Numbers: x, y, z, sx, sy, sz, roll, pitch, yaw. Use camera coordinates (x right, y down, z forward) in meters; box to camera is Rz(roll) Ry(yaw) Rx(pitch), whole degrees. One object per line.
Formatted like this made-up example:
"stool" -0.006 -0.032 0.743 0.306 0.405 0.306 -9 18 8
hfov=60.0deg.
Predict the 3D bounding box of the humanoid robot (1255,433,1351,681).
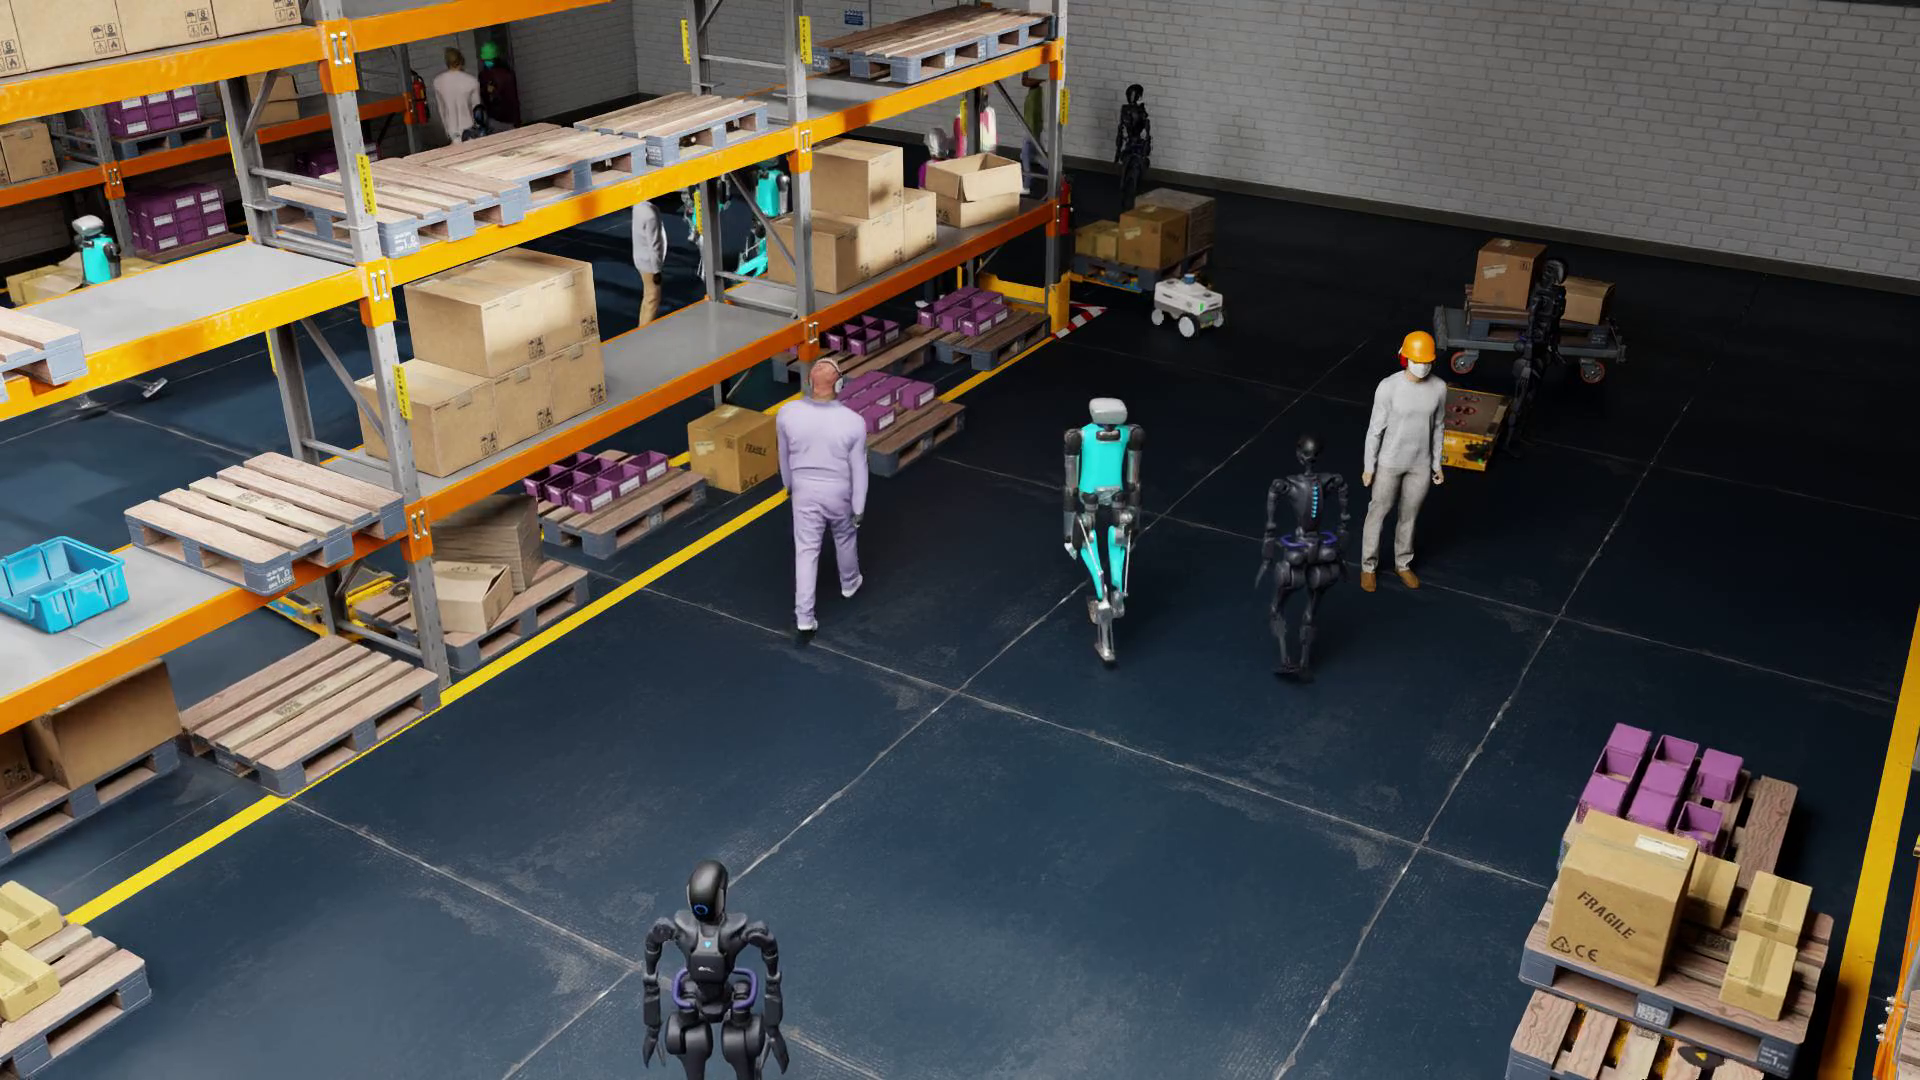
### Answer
"humanoid robot" 2.164 0.117 10.412 0.610 1.635 0.365 -4 27 -9

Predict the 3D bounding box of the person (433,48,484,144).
"person" -6.033 -5.010 20.260 0.632 1.914 0.471 7 28 14

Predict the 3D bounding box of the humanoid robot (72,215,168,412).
"humanoid robot" -7.472 -1.880 14.290 0.551 1.740 1.046 17 32 30

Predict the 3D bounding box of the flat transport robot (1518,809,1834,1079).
"flat transport robot" 3.459 2.092 8.075 0.659 0.231 1.431 16 31 28

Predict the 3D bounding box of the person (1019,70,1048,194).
"person" 0.954 -5.108 20.765 0.567 1.614 0.517 8 28 15

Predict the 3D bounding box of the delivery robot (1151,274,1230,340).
"delivery robot" 2.267 -2.340 16.474 0.499 0.577 0.758 -19 33 -33

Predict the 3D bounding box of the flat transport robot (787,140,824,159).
"flat transport robot" -1.581 -5.145 22.336 1.431 0.231 0.659 20 33 33

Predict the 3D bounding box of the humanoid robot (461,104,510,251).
"humanoid robot" -5.270 -4.054 18.630 0.583 1.643 0.551 -2 27 -4

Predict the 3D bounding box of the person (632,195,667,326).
"person" -2.910 -2.663 15.834 0.400 1.732 0.567 -11 29 -21

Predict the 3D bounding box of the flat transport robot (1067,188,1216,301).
"flat transport robot" 1.908 -2.804 17.723 1.431 0.231 0.659 20 33 34

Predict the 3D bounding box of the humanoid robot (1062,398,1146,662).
"humanoid robot" 0.948 -0.012 10.583 0.547 1.733 0.969 -7 28 -13

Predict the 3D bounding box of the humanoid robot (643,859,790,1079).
"humanoid robot" -1.007 1.930 6.839 0.610 1.637 0.510 -1 27 -1

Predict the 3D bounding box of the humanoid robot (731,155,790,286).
"humanoid robot" -2.015 -2.877 16.292 1.079 1.741 0.566 -21 34 -35

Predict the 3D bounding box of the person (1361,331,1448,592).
"person" 3.059 -0.541 11.469 0.577 1.895 0.356 -4 27 -7

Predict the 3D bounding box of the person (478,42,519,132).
"person" -5.746 -5.328 20.898 0.477 1.902 0.962 0 27 0

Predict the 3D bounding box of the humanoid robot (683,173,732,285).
"humanoid robot" -2.759 -3.605 17.742 0.553 1.836 0.884 7 28 14

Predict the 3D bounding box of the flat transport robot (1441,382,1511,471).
"flat transport robot" 4.246 -0.973 14.116 0.659 0.231 1.431 12 29 22

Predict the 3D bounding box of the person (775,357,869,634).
"person" -0.908 -0.313 11.064 0.637 1.860 0.983 4 27 8

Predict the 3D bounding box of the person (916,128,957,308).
"person" -0.231 -3.253 16.879 0.517 1.839 0.349 -20 33 -34

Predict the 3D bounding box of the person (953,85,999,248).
"person" 0.154 -4.294 18.957 0.801 1.815 0.631 21 34 36

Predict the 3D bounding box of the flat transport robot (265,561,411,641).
"flat transport robot" -4.461 0.330 11.548 1.431 0.231 0.659 19 33 33

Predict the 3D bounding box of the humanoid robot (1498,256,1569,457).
"humanoid robot" 4.733 -1.519 13.617 0.315 1.659 0.599 24 35 39

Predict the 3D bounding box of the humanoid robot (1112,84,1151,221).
"humanoid robot" 2.106 -4.598 19.706 0.490 1.632 0.611 -17 32 -30
